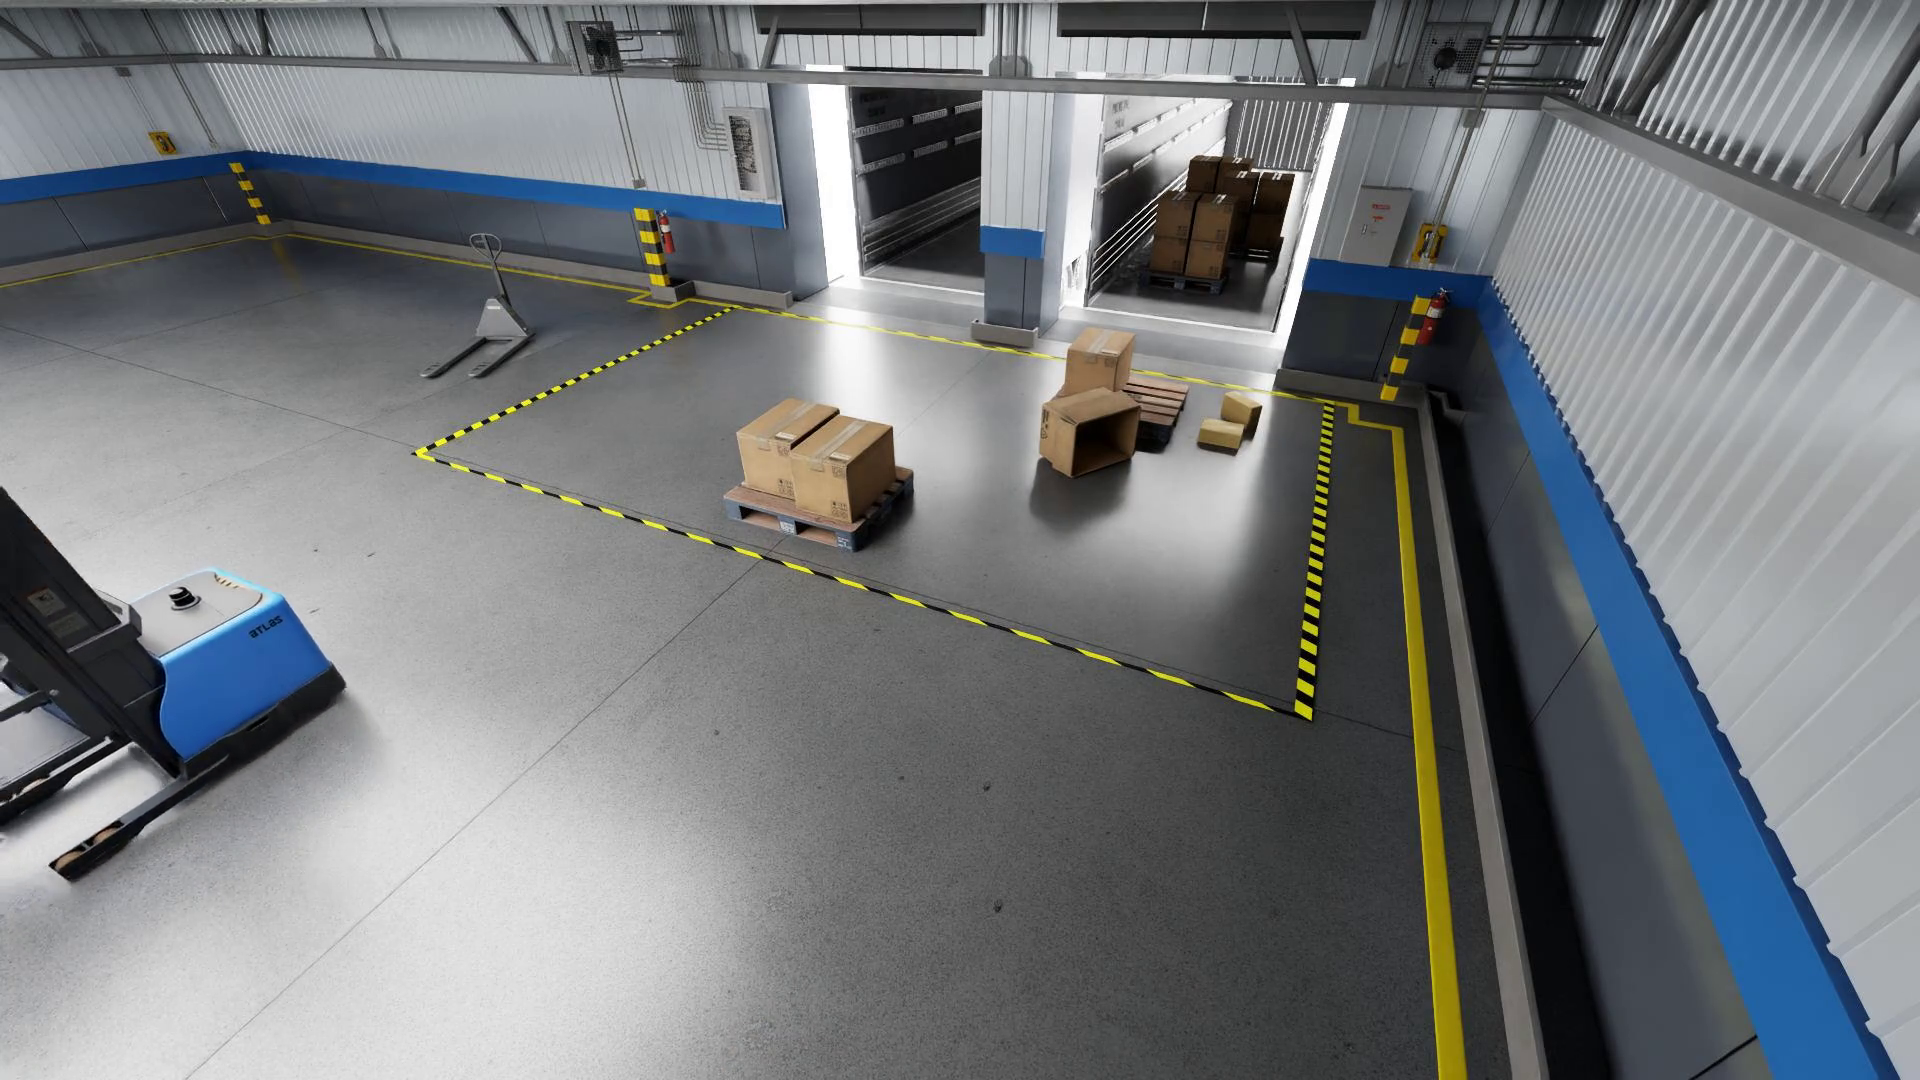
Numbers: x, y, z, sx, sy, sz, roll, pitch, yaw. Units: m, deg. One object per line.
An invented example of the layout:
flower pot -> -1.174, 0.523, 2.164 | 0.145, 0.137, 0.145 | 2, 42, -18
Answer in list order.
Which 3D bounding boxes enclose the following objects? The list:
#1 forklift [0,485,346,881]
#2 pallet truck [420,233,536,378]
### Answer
forklift -> -4.135, 0.241, 3.592 | 0.716, 2.013, 0.776 | 14, 38, 19
pallet truck -> -5.664, -2.712, 8.427 | 0.680, 1.201, 1.601 | 0, 35, -1
